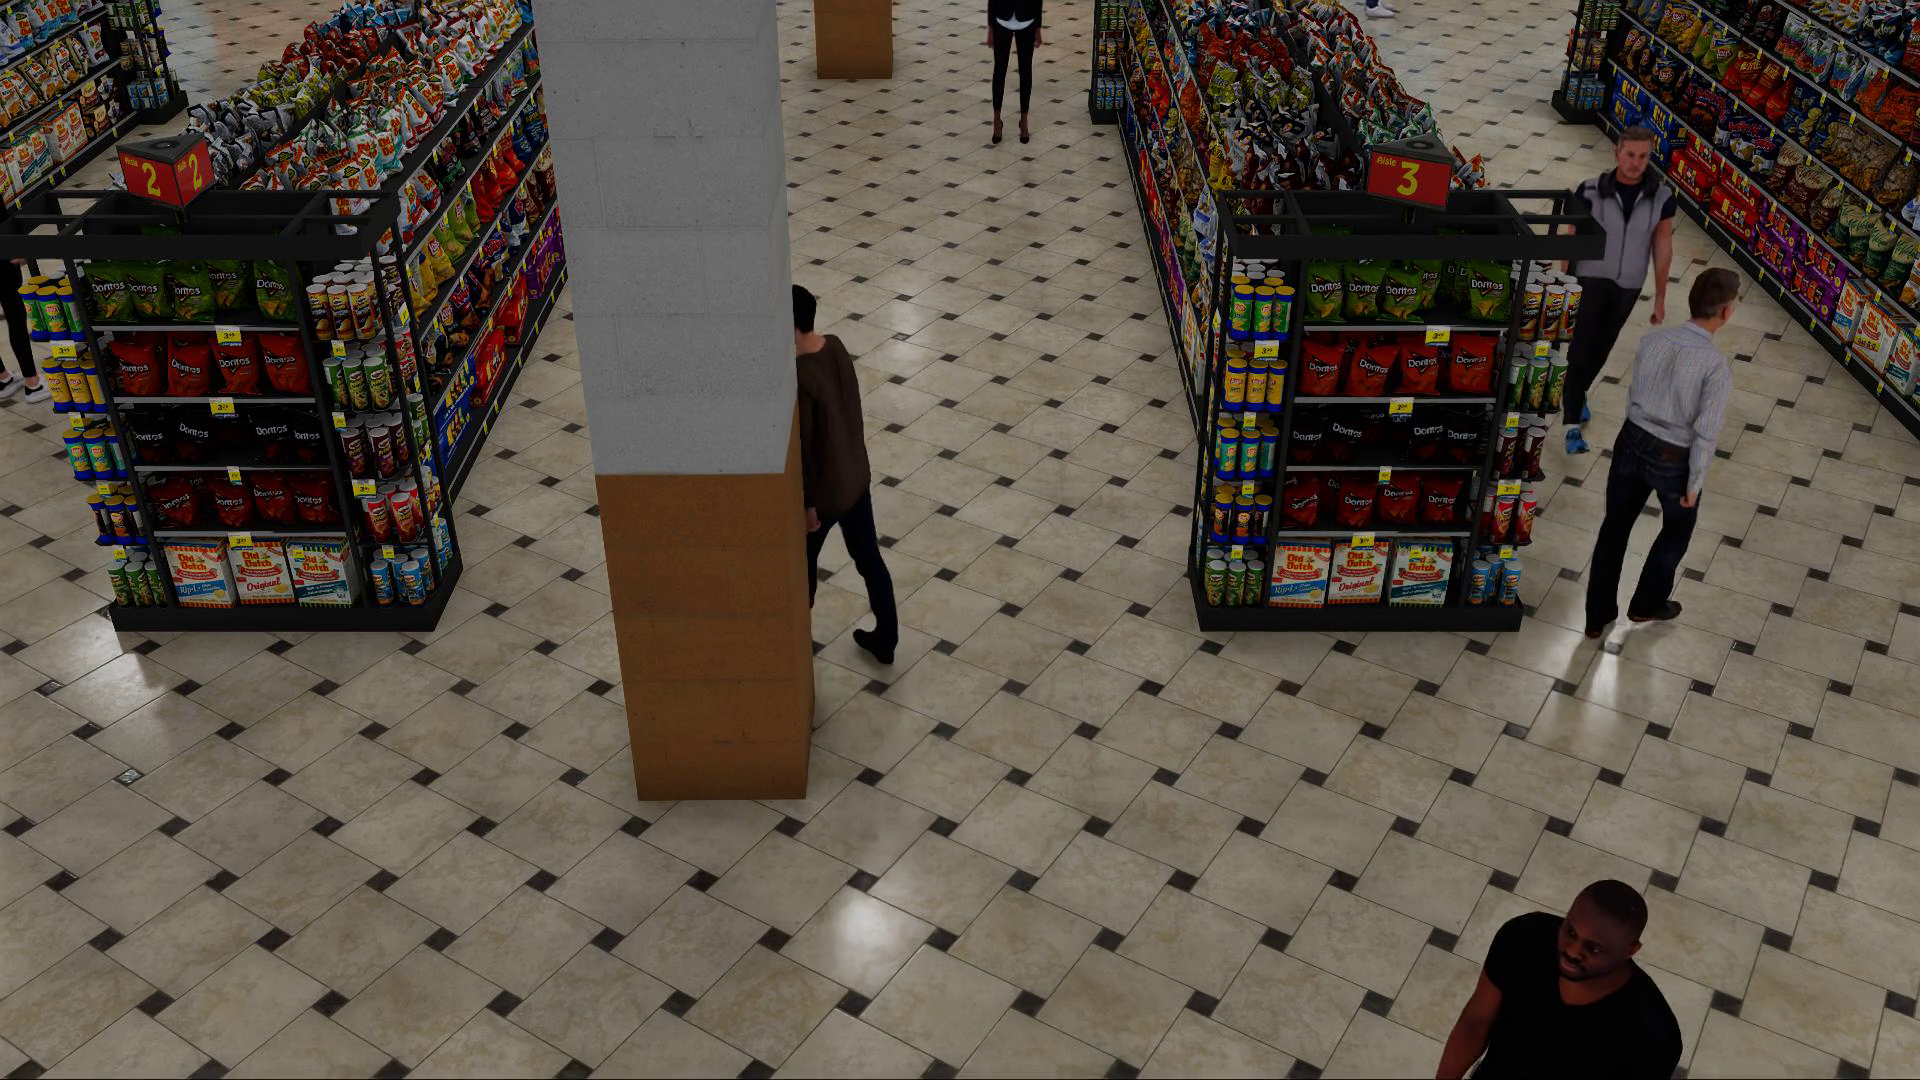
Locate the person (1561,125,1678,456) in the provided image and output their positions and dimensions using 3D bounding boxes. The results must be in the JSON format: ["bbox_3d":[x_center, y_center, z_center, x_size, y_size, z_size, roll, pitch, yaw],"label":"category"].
[{"bbox_3d":[3.568,-1.424,9.224,0.722,1.784,1.121,2,32,3],"label":"person"}]

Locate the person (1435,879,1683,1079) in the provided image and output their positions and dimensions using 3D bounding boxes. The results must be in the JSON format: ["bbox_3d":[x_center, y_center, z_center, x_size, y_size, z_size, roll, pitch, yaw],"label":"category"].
[{"bbox_3d":[1.600,1.542,4.465,1.159,1.776,1.252,-18,36,-26],"label":"person"}]

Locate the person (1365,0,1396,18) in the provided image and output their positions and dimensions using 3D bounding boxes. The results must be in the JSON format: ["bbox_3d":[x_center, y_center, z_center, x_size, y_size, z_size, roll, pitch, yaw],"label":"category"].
[{"bbox_3d":[4.363,-6.356,17.076,0.788,1.863,0.574,4,32,7],"label":"person"}]

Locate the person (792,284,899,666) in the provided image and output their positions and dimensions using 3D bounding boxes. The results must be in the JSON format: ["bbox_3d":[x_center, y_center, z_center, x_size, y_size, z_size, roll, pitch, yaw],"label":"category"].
[{"bbox_3d":[-0.504,-0.213,7.229,1.062,1.835,1.077,16,35,24],"label":"person"}]

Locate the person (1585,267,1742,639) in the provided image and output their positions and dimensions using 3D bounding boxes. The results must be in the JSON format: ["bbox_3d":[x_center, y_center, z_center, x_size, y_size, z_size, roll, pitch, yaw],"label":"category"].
[{"bbox_3d":[3.086,-0.334,7.463,0.926,1.794,0.865,-26,40,-35],"label":"person"}]

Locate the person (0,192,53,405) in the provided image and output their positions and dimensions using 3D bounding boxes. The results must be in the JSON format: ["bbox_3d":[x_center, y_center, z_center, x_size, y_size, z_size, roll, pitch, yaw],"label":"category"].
[{"bbox_3d":[-5.634,-1.654,9.577,0.668,1.800,0.639,11,34,18],"label":"person"}]

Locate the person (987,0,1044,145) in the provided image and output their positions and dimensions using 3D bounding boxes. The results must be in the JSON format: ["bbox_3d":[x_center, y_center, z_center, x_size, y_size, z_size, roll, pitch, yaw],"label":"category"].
[{"bbox_3d":[0.446,-4.154,13.564,0.613,1.834,0.534,3,32,4],"label":"person"}]
